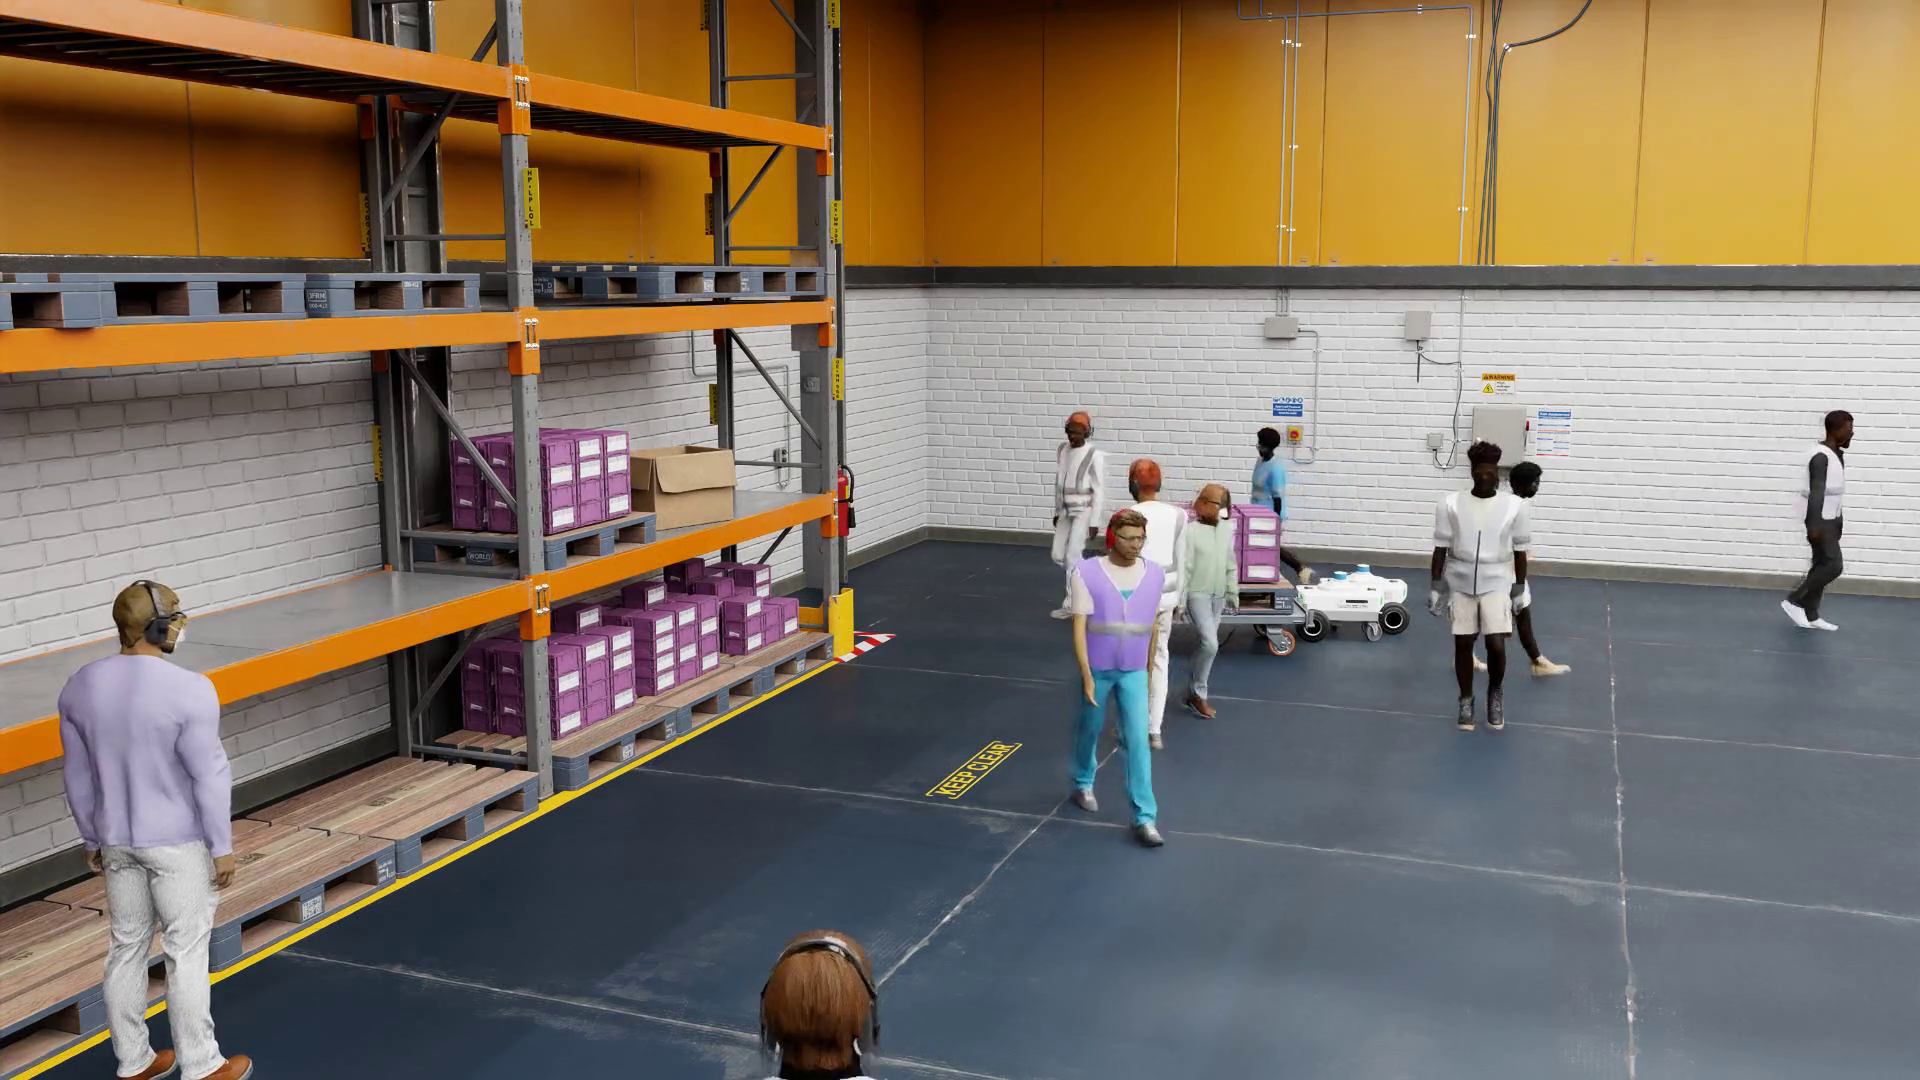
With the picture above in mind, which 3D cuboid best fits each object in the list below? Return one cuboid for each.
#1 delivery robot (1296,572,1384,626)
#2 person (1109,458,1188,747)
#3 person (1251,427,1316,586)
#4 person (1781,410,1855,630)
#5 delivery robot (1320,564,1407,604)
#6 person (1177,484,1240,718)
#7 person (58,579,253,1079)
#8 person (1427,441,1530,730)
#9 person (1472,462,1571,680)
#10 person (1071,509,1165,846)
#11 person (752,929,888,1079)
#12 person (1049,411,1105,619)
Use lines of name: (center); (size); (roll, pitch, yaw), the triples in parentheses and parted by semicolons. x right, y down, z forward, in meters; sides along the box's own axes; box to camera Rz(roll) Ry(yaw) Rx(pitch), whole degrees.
delivery robot: (3.171, 0.508, 13.882); (0.707, 0.478, 0.477); (1, 9, 7)
person: (1.189, 0.403, 10.714); (0.587, 1.867, 0.442); (-3, 10, -20)
person: (2.928, -0.231, 15.334); (0.747, 1.658, 0.553); (0, 9, -1)
person: (7.360, -0.160, 14.153); (0.447, 1.900, 0.619); (7, 12, 39)
delivery robot: (3.444, 0.452, 14.235); (0.707, 0.478, 0.477); (1, 9, 6)
person: (1.722, 0.417, 11.397); (0.521, 1.612, 0.510); (-7, 12, -39)
person: (-2.949, 1.106, 6.096); (0.633, 1.936, 0.355); (2, 9, 12)
person: (3.430, 0.312, 11.033); (0.615, 1.948, 0.452); (4, 10, 22)
person: (4.183, 0.228, 12.485); (0.873, 1.634, 0.607); (2, 9, 15)
person: (0.855, 0.704, 9.115); (0.557, 1.786, 1.006); (-2, 9, -13)
person: (-0.252, 1.637, 3.115); (0.638, 1.823, 0.645); (1, 9, 4)
person: (1.061, -0.226, 14.712); (0.526, 1.856, 0.622); (-6, 11, -34)
